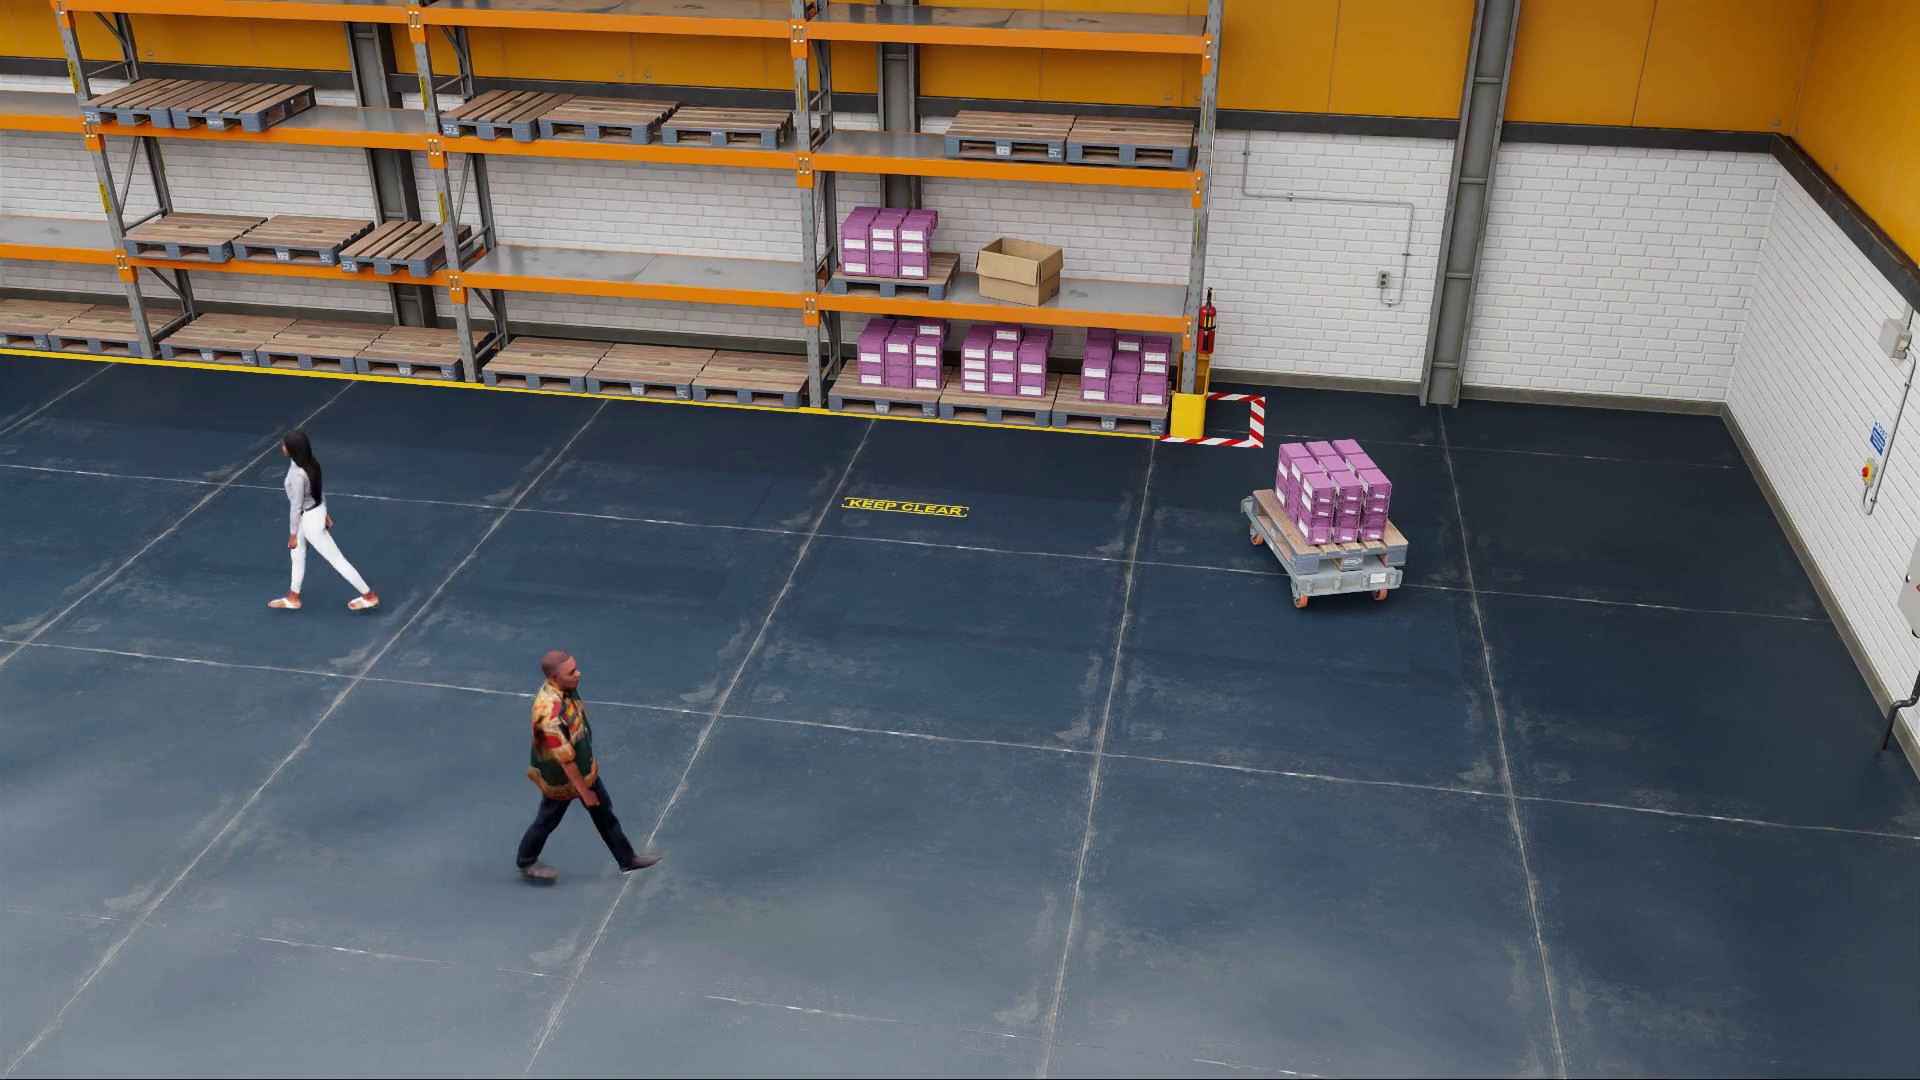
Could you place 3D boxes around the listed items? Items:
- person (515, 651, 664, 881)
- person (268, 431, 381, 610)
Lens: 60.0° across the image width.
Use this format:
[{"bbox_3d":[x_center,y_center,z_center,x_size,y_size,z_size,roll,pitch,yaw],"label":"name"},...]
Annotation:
[{"bbox_3d":[-2.656,1.528,10.838,1.234,1.758,0.752,2,29,4],"label":"person"},{"bbox_3d":[-5.330,-0.112,13.929,1.236,1.677,0.843,-3,29,-5],"label":"person"}]
